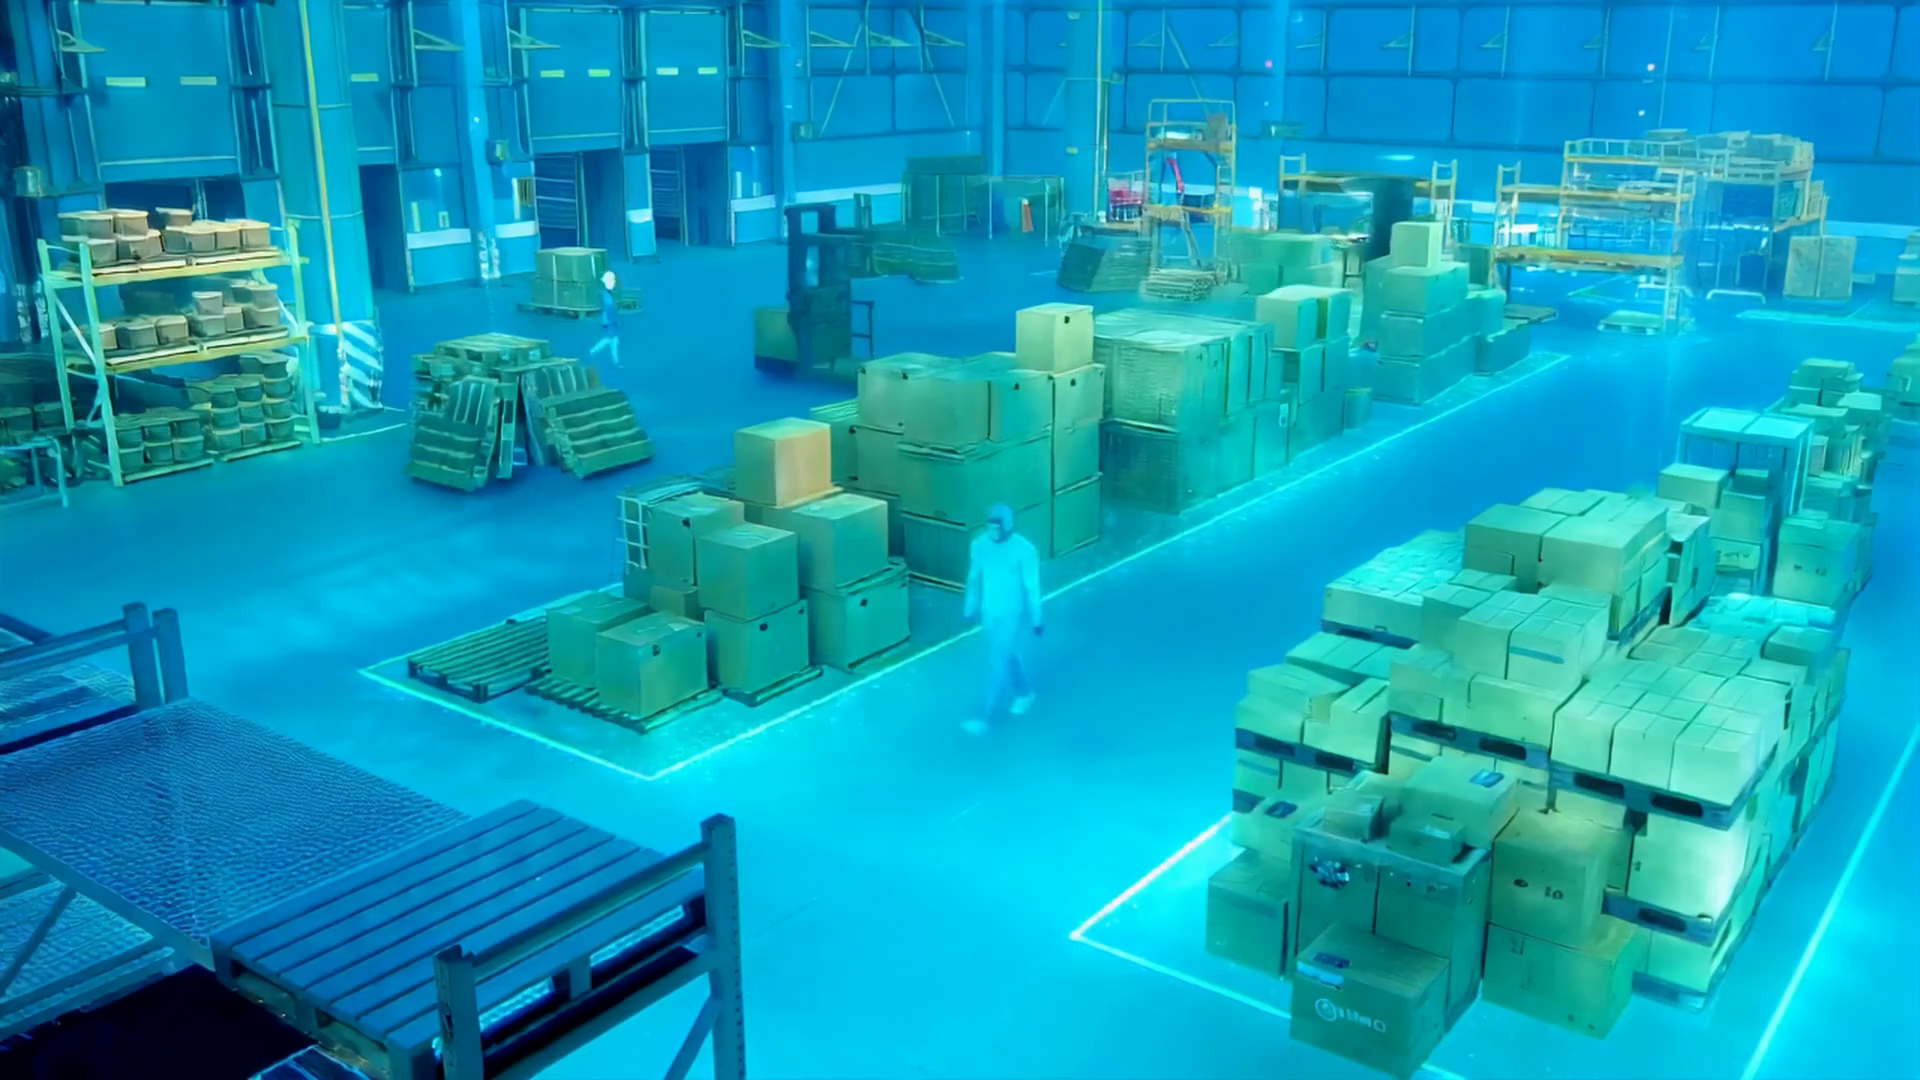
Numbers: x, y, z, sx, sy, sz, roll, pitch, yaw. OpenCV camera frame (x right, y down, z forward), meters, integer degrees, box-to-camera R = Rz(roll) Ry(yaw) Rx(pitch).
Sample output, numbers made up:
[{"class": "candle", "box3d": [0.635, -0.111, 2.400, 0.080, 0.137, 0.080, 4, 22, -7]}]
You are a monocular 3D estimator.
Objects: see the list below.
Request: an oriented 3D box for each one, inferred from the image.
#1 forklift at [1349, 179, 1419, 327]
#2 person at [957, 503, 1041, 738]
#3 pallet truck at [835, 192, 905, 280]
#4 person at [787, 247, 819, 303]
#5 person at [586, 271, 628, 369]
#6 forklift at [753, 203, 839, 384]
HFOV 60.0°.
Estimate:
[{"class": "forklift", "box3d": [8.401, -5.486, 31.941, 1.873, 2.768, 1.129, 10, 19, 29]}, {"class": "person", "box3d": [0.324, 0.606, 13.462, 0.650, 1.887, 1.043, 14, 21, 38]}, {"class": "pallet truck", "box3d": [-1.936, -7.159, 38.982, 1.885, 1.965, 0.823, -12, 21, -34]}, {"class": "person", "box3d": [-2.787, -4.301, 29.649, 0.640, 1.927, 0.389, -9, 19, -27]}, {"class": "person", "box3d": [-6.012, -3.712, 28.130, 0.650, 1.680, 0.532, 0, 17, 0]}, {"class": "forklift", "box3d": [-2.446, -4.120, 27.416, 1.873, 2.768, 1.129, 12, 21, 35]}]
